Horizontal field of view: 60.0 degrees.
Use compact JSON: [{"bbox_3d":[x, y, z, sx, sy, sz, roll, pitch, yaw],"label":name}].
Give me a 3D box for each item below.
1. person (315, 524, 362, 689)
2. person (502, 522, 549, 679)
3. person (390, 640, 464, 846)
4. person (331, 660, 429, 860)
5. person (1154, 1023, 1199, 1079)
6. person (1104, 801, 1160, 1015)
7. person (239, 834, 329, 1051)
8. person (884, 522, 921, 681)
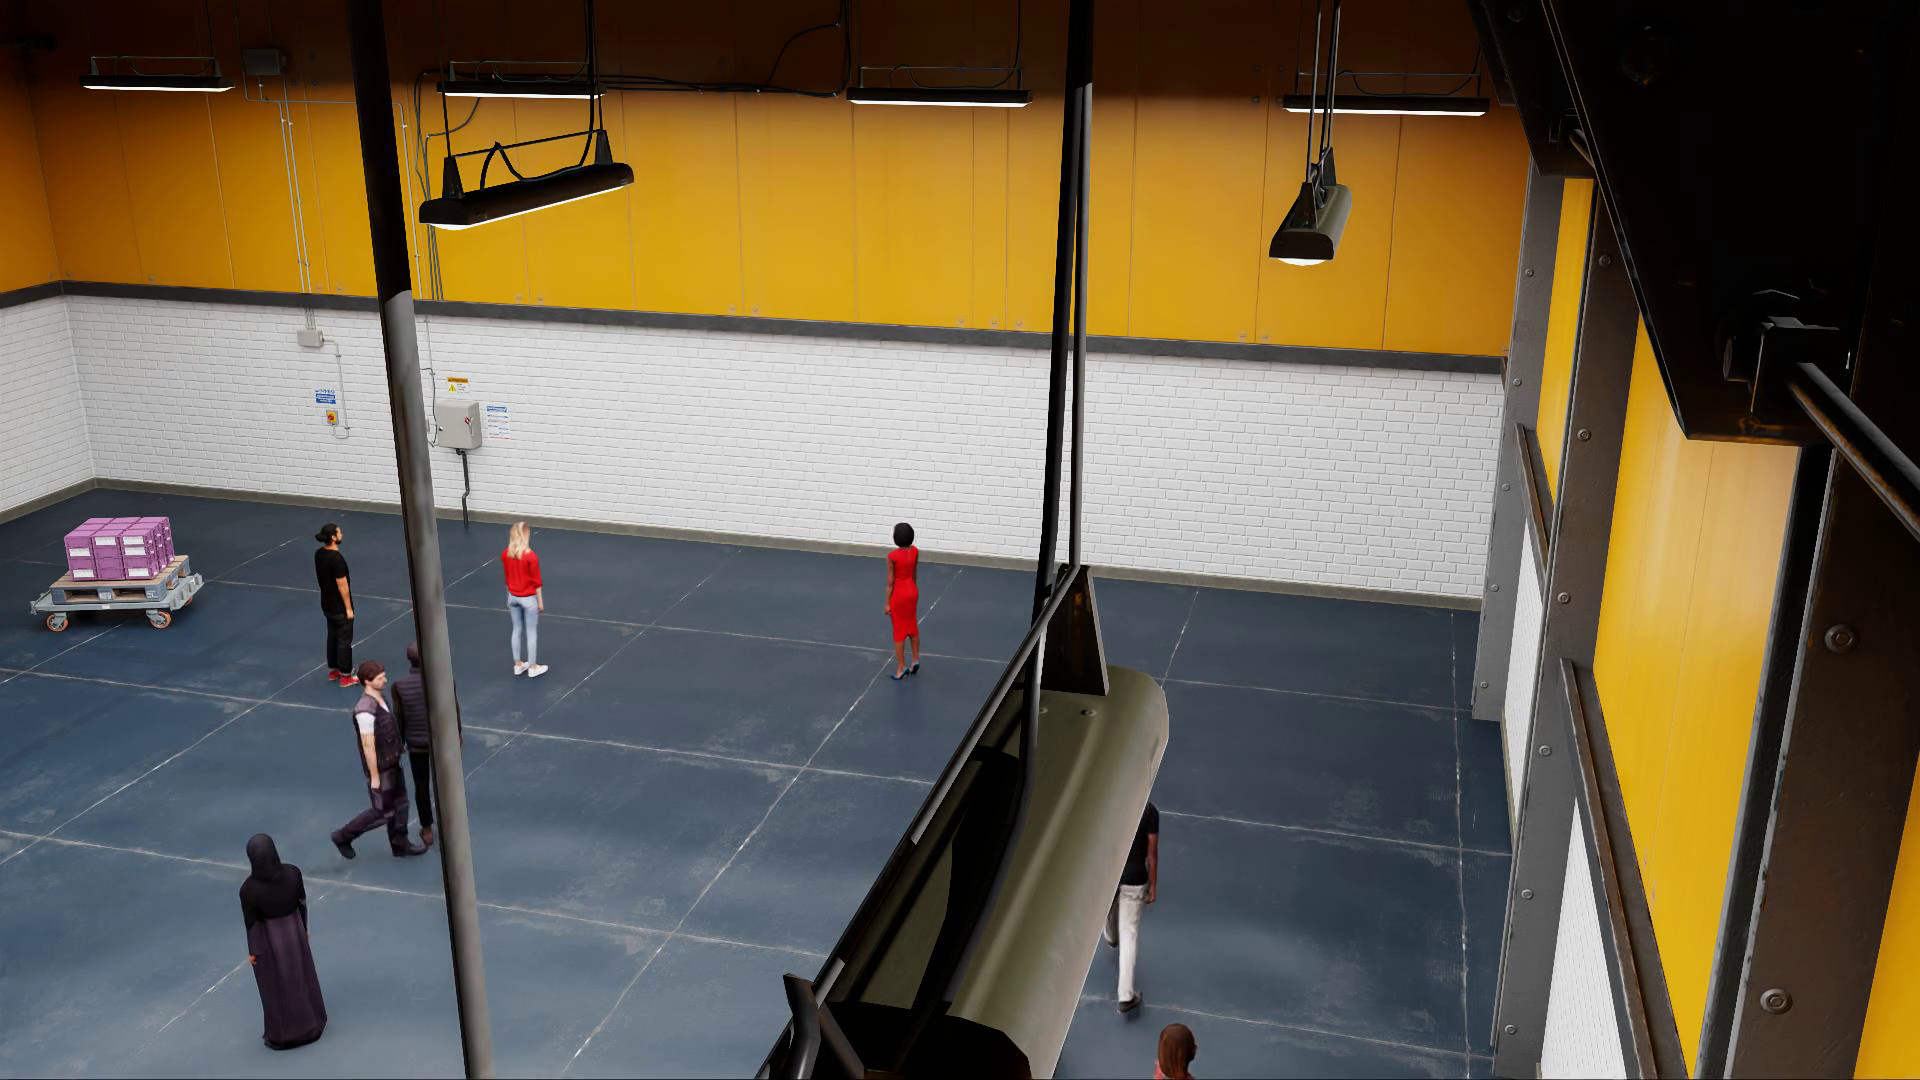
[{"bbox_3d":[-6.557,0.674,17.476,0.697,1.756,0.692,16,24,39],"label":"person"},{"bbox_3d":[-4.645,0.629,17.693,0.626,1.702,0.533,7,20,19],"label":"person"},{"bbox_3d":[-4.557,1.718,14.251,0.780,1.836,0.783,-6,20,-18],"label":"person"},{"bbox_3d":[-4.910,1.868,13.818,0.949,1.828,1.015,-3,19,-8],"label":"person"},{"bbox_3d":[1.195,3.452,9.311,0.762,1.703,0.663,-6,19,-17],"label":"person"},{"bbox_3d":[1.147,2.544,12.007,0.727,1.702,1.343,5,19,13],"label":"person"},{"bbox_3d":[-4.715,2.757,11.511,0.685,1.615,0.774,-17,25,-41],"label":"person"},{"bbox_3d":[-0.588,0.641,17.597,0.593,1.742,0.707,-16,25,-40],"label":"person"}]
